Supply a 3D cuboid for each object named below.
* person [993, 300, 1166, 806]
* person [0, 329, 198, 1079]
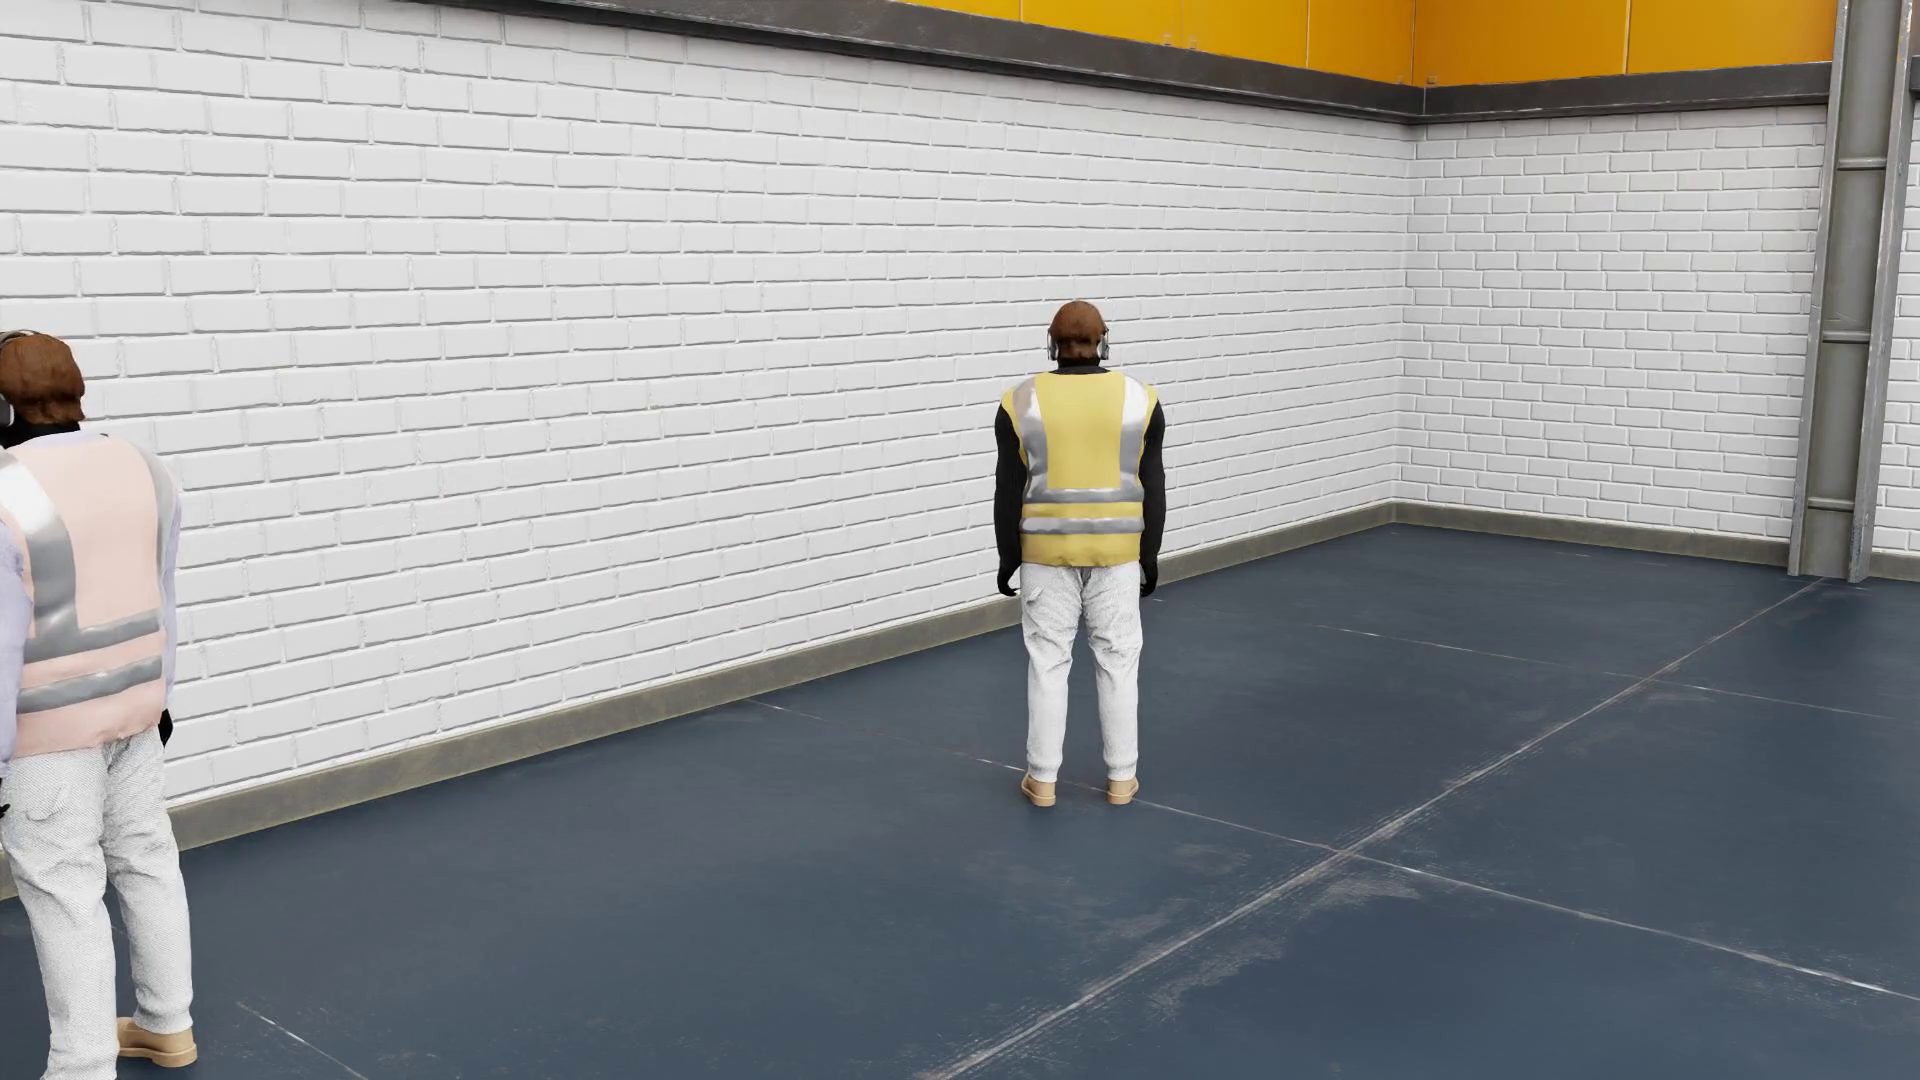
[{"bbox_3d":[0.429,0.059,6.033,0.621,1.838,0.429,0,10,-1],"label":"person"},{"bbox_3d":[-2.086,0.434,3.885,0.429,1.839,0.633,3,10,14],"label":"person"}]
